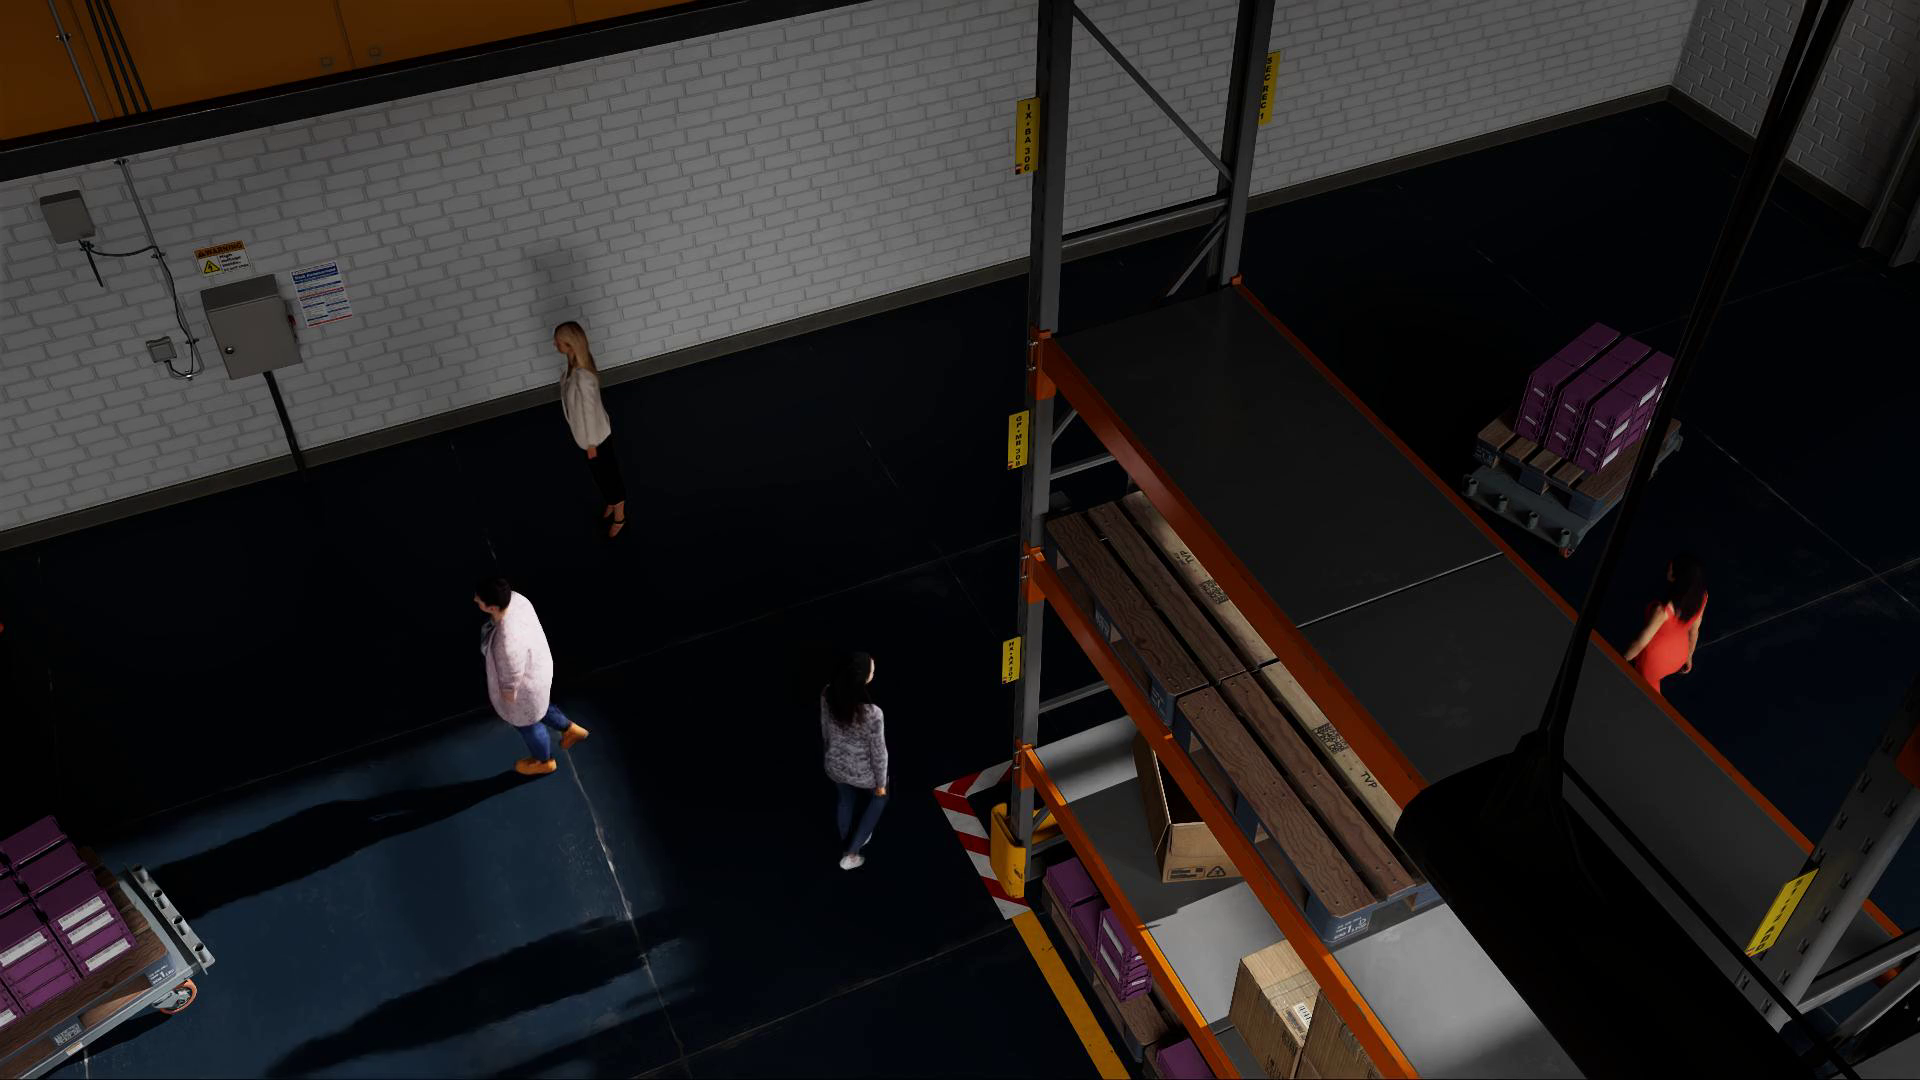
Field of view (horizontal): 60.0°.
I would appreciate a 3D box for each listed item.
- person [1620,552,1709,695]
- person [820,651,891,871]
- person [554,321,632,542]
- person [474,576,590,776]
[{"bbox_3d":[4.321,0.801,10.141,0.707,1.686,1.031,-23,48,-23],"label":"person"},{"bbox_3d":[-0.663,1.340,9.554,0.787,1.715,0.852,23,48,22],"label":"person"},{"bbox_3d":[-2.578,-0.756,11.651,0.661,1.858,0.465,-15,46,-16],"label":"person"},{"bbox_3d":[-2.584,0.815,10.089,0.917,1.738,0.854,-2,44,-2],"label":"person"}]
